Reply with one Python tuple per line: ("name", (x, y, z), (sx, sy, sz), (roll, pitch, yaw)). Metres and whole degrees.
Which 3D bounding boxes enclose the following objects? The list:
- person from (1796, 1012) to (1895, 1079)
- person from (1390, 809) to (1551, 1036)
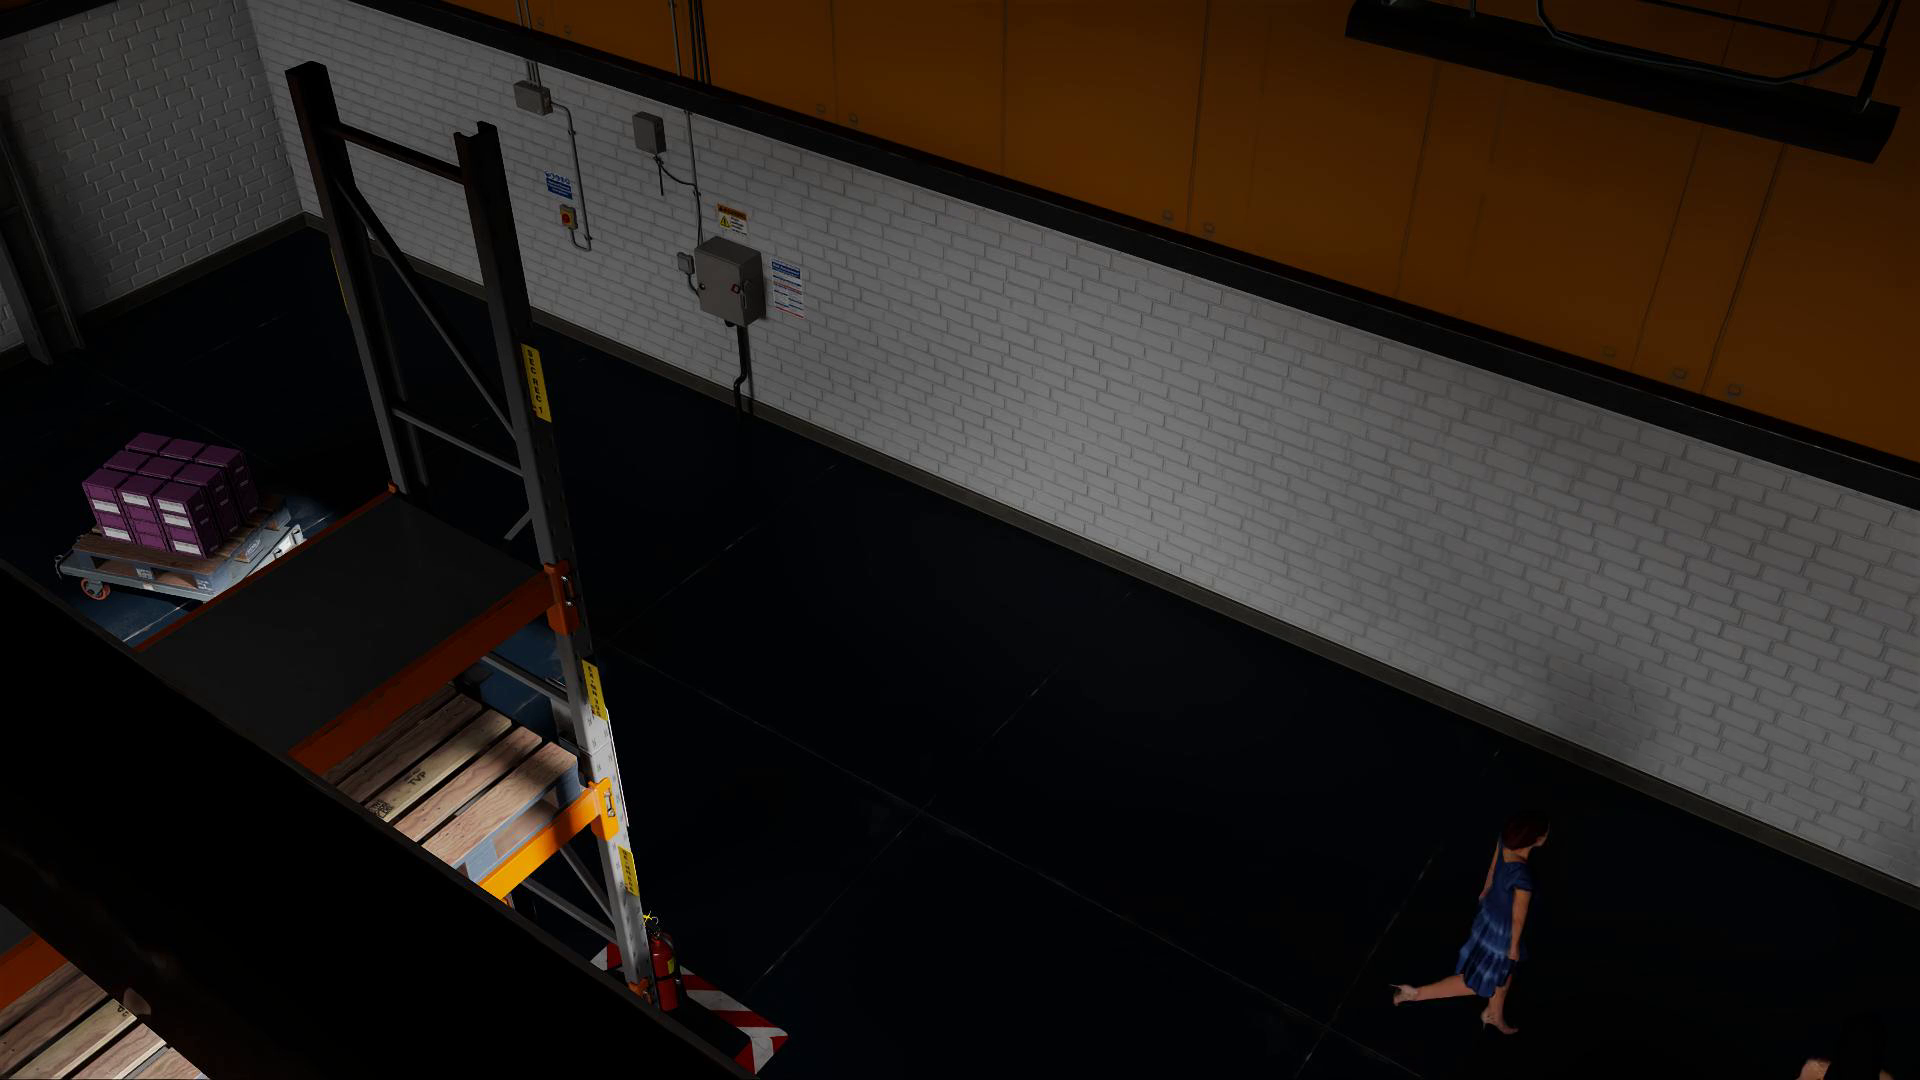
("person", (4.302, 3.050, 8.320), (0.785, 1.764, 0.841), (2, 39, 2))
("person", (2.946, 2.204, 9.369), (1.033, 1.777, 1.095), (6, 39, 8))
